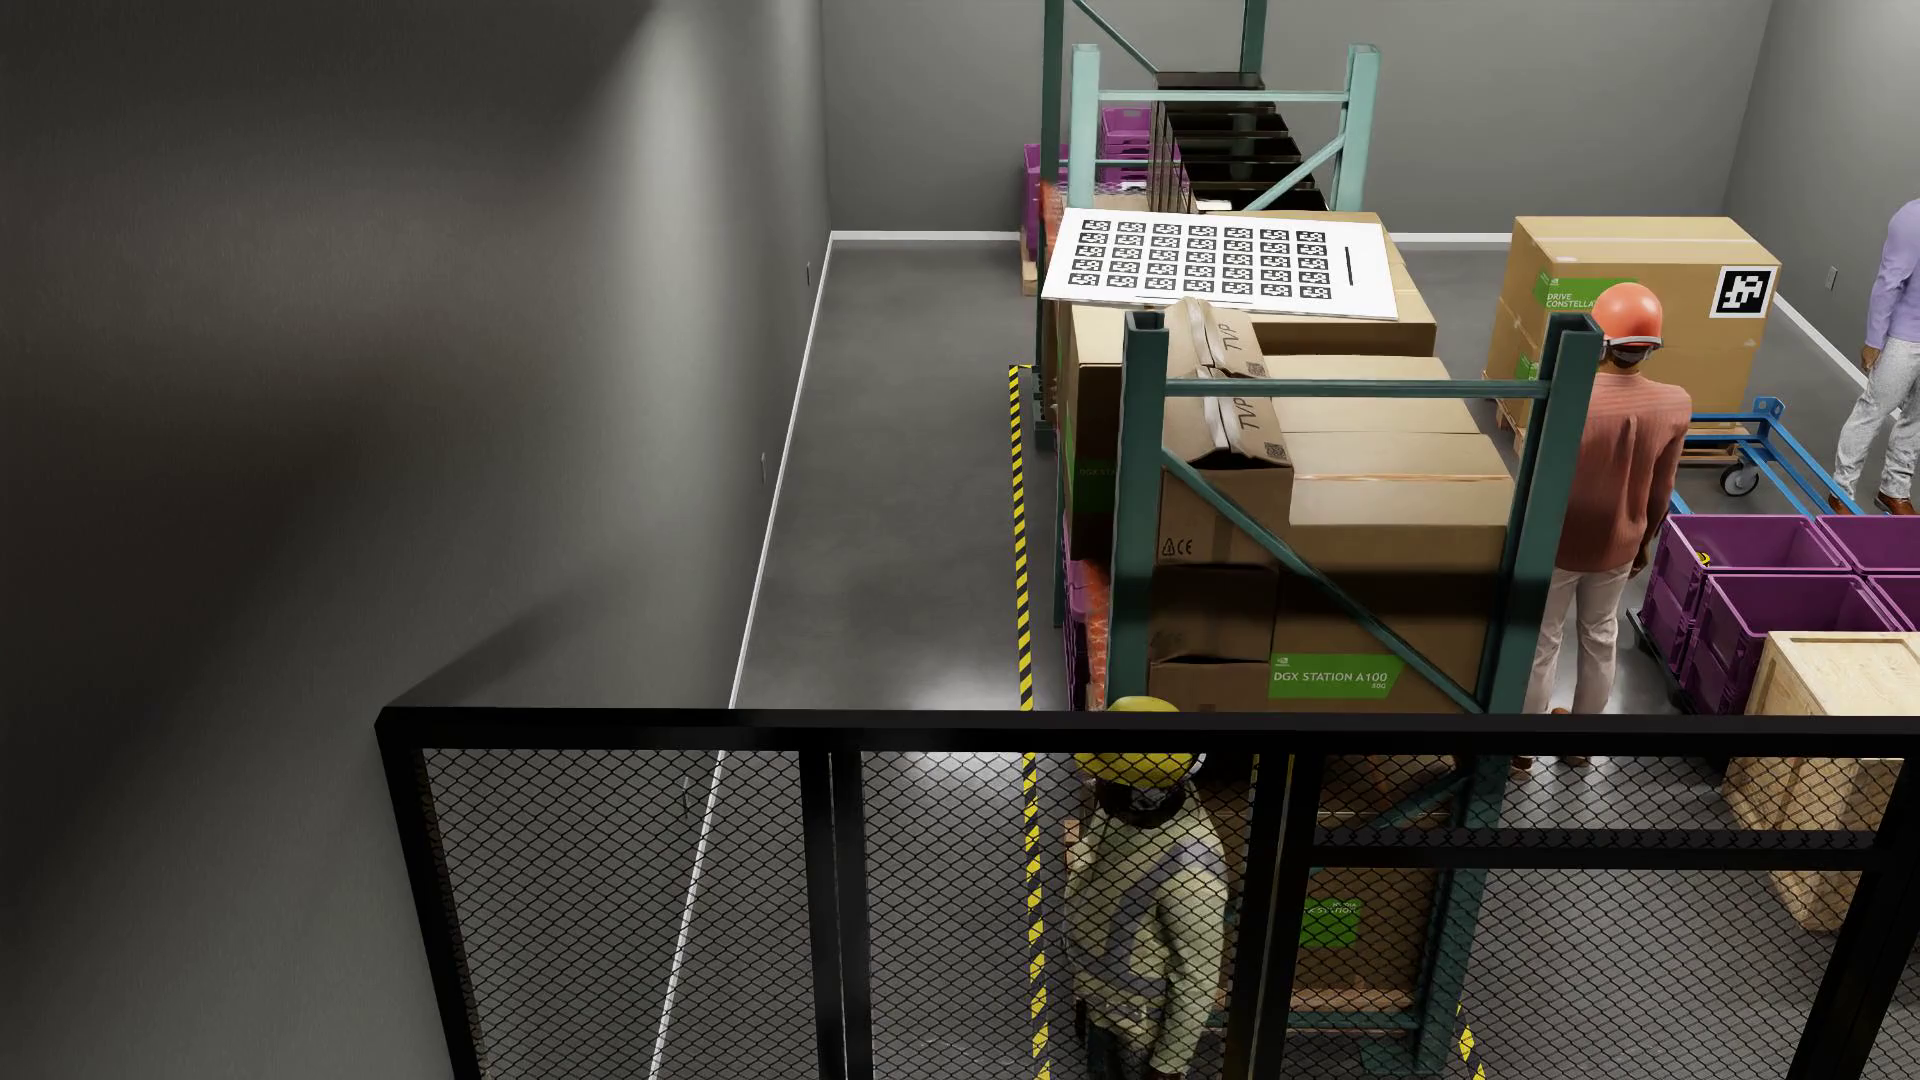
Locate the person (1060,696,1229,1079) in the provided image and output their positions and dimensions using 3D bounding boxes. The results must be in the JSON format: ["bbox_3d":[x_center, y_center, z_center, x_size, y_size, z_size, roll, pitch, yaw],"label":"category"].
[{"bbox_3d":[0.465,1.160,4.392,0.403,1.828,0.597,-6,32,-9],"label":"person"}]

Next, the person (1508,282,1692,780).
[{"bbox_3d":[2.296,-0.008,6.175,0.622,1.992,0.373,-7,32,-12],"label":"person"}]

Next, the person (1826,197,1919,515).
[{"bbox_3d":[4.534,-0.944,7.784,0.628,1.940,0.373,-1,31,-1],"label":"person"}]
